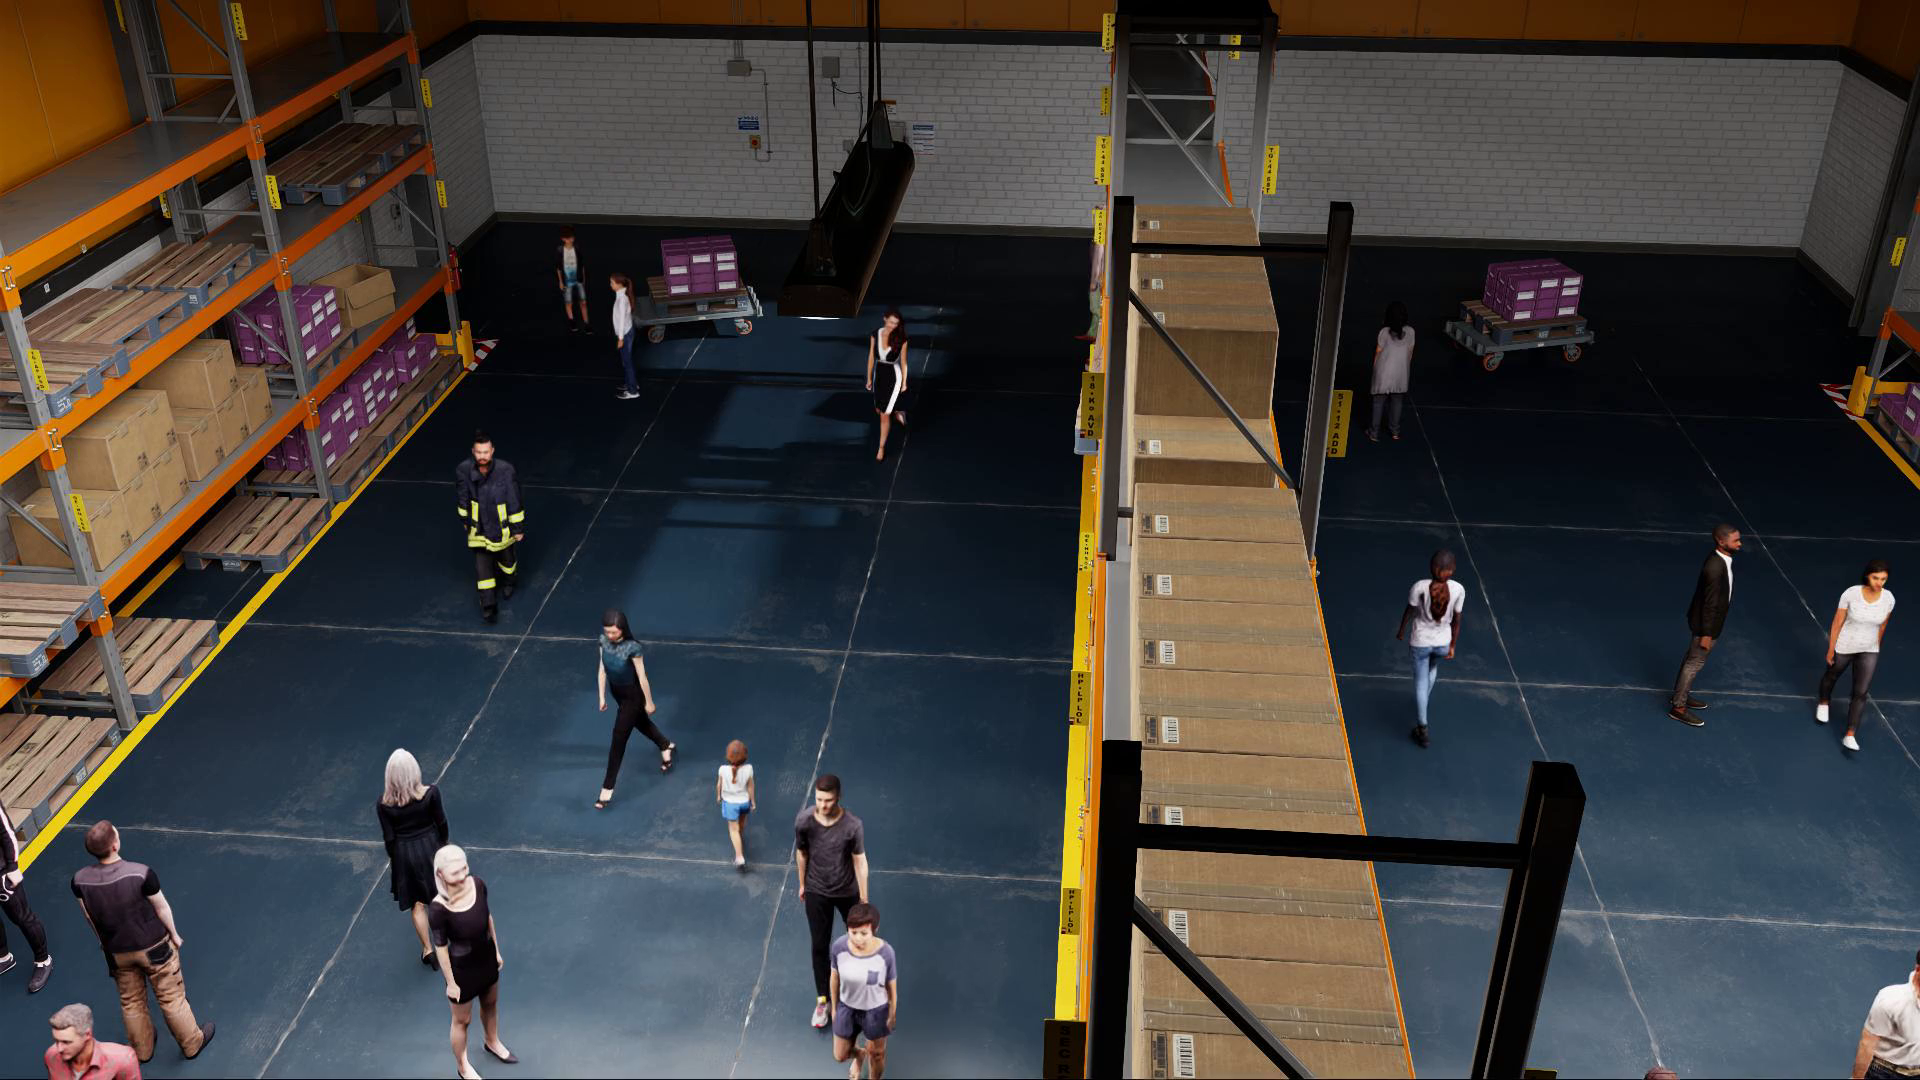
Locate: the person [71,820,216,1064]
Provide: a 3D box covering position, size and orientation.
[{"bbox_3d":[-5.158,2.513,10.403,0.714,1.842,0.636,-2,29,-3],"label":"person"}]

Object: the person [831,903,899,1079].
[{"bbox_3d":[-0.577,2.797,10.178,0.582,1.558,0.623,5,29,9],"label":"person"}]

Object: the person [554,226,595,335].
[{"bbox_3d":[-5.087,-3.407,21.691,0.765,1.426,0.907,-12,31,-20],"label":"person"}]

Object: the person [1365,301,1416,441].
[{"bbox_3d":[4.854,-1.906,18.751,0.721,1.605,0.760,-7,29,-12],"label":"person"}]

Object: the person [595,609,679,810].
[{"bbox_3d":[-2.526,1.213,12.966,0.945,1.670,1.156,18,33,30],"label":"person"}]

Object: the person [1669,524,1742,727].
[{"bbox_3d":[6.194,0.677,13.813,0.790,1.800,0.642,14,32,24],"label":"person"}]

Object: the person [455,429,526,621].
[{"bbox_3d":[-4.340,-0.227,15.446,0.954,1.822,1.220,-4,29,-7],"label":"person"}]

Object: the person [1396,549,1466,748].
[{"bbox_3d":[3.836,0.901,13.508,0.657,1.697,0.935,-2,29,-3],"label":"person"}]

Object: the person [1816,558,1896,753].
[{"bbox_3d":[7.328,0.846,13.698,0.699,1.612,1.033,8,30,15],"label":"person"}]

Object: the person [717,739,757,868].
[{"bbox_3d":[-1.658,1.948,12.312,0.581,1.005,0.778,-8,30,-15],"label":"person"}]

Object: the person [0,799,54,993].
[{"bbox_3d":[-6.441,2.184,11.012,0.674,1.837,0.572,4,29,7],"label":"person"}]

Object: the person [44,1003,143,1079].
[{"bbox_3d":[-4.643,3.211,9.118,0.729,1.847,0.862,5,29,9],"label":"person"}]

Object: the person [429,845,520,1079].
[{"bbox_3d":[-3.019,2.612,10.236,0.704,1.827,0.595,16,32,27],"label":"person"}]

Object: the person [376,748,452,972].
[{"bbox_3d":[-3.634,2.142,11.183,0.699,1.746,0.722,-13,31,-22],"label":"person"}]

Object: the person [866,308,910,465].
[{"bbox_3d":[-0.765,-1.734,18.272,0.837,1.761,1.071,14,31,23],"label":"person"}]

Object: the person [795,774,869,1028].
[{"bbox_3d":[-0.806,2.253,11.002,0.663,1.724,1.140,4,29,6],"label":"person"}]

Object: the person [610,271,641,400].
[{"bbox_3d":[-3.968,-2.458,19.813,0.637,1.557,0.542,-3,29,-6],"label":"person"}]
